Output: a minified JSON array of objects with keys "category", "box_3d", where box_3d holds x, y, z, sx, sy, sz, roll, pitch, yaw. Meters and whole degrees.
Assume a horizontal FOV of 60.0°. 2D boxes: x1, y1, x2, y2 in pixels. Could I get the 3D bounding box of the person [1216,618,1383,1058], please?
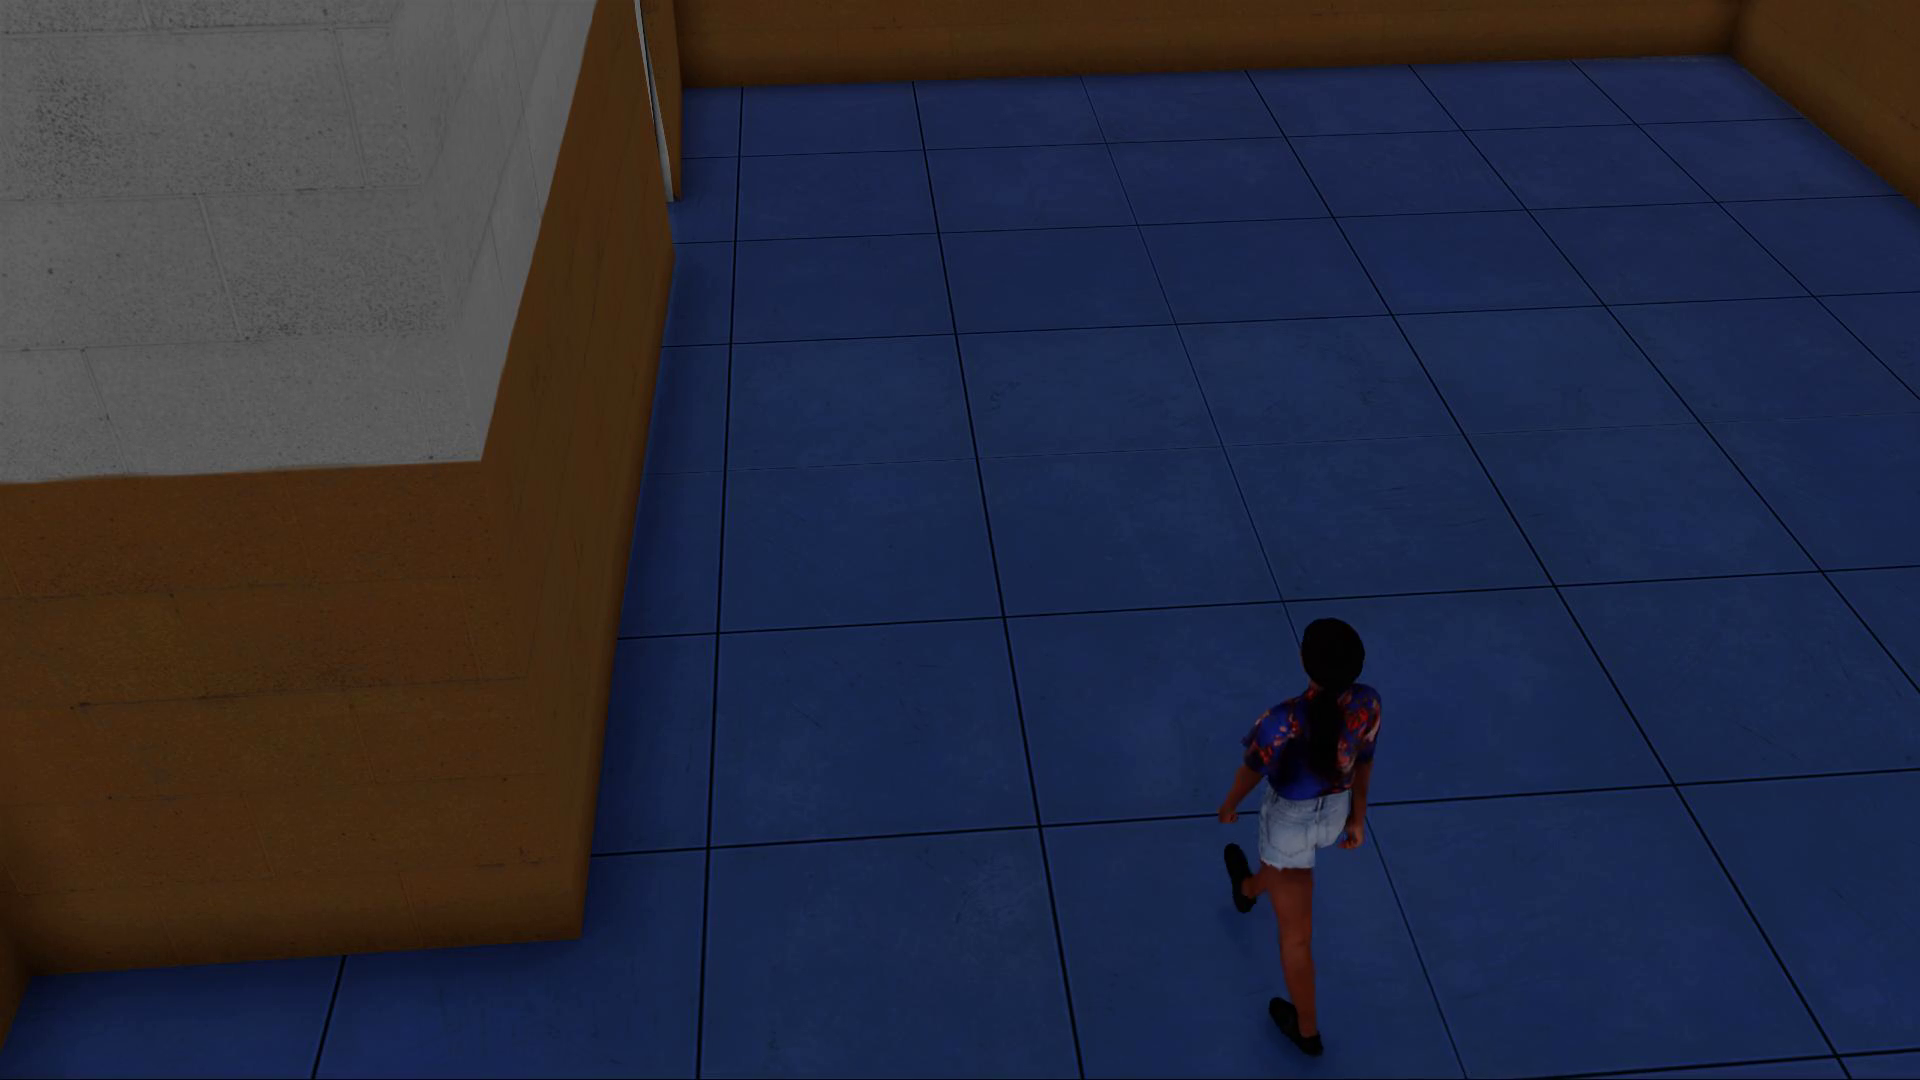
[{"category":"person","box_3d":[1.170,1.027,5.493,1.118,1.699,0.857,-12,38,-15]}]
